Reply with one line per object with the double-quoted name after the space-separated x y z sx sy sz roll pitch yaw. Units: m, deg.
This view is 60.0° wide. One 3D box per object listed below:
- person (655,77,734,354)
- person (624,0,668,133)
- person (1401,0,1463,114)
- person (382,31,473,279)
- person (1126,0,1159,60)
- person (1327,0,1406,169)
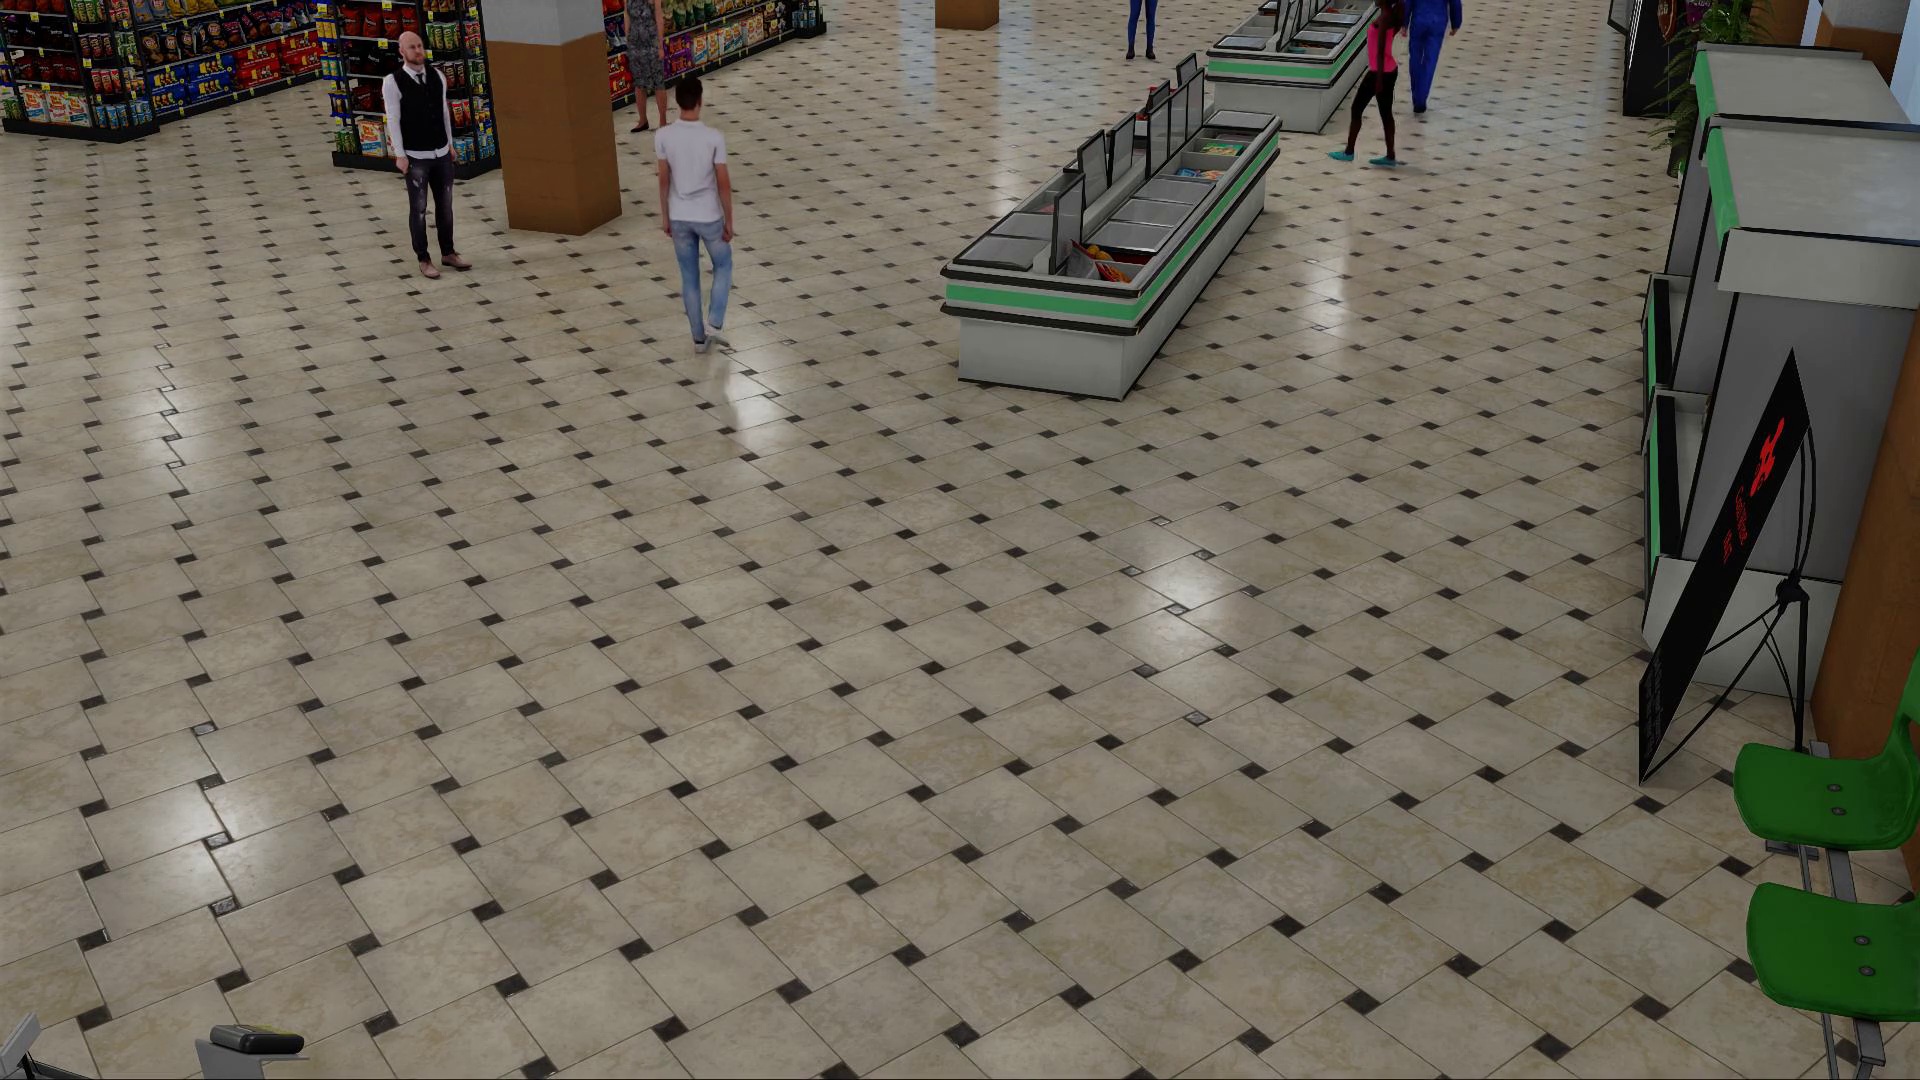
-1.768 -2.093 10.998 0.754 1.840 0.821 2 27 4 "person"
-3.178 -4.996 16.875 0.570 1.702 0.483 9 28 17 "person"
4.955 -5.427 17.634 0.798 1.784 1.166 11 29 20 "person"
-4.081 -2.947 12.700 0.820 1.824 0.657 20 33 34 "person"
2.253 -6.737 20.327 0.672 1.685 0.644 0 27 -1 "person"
4.019 -4.319 15.543 0.778 1.699 0.873 16 31 29 "person"
